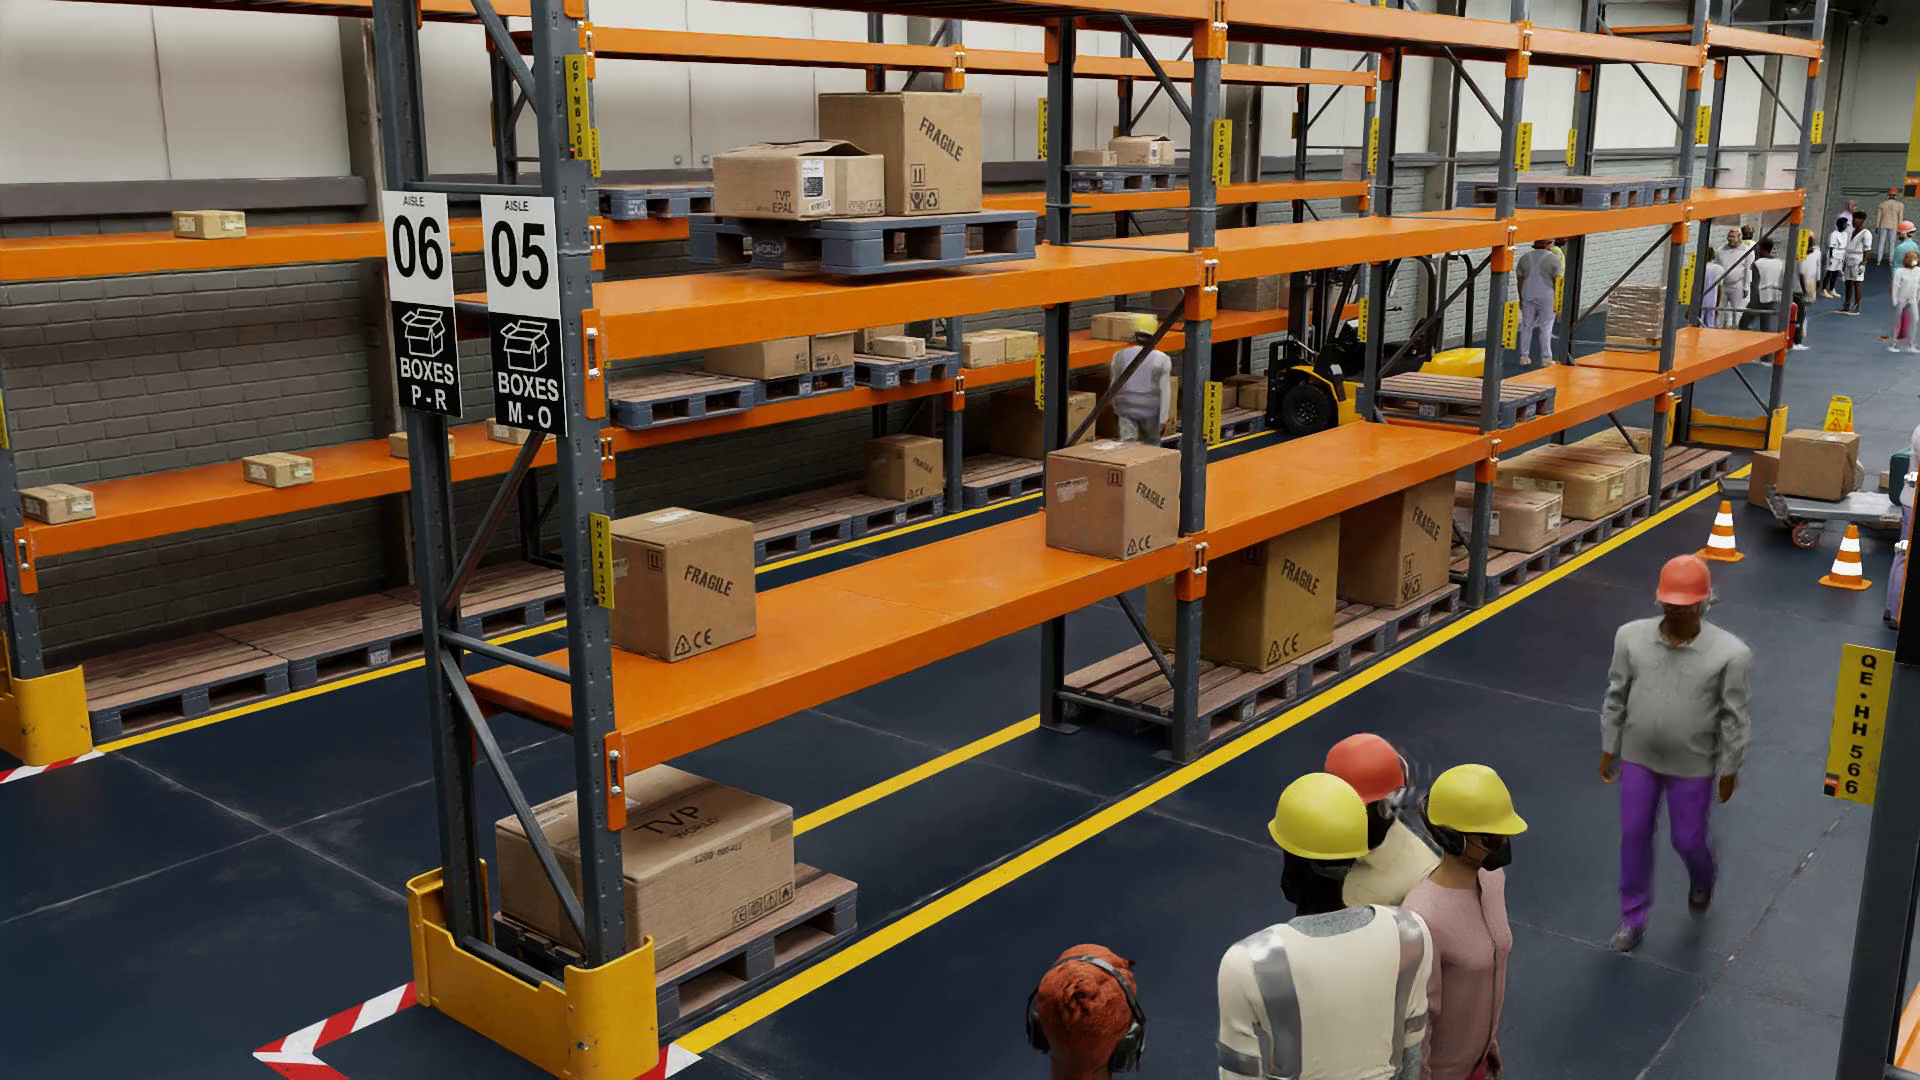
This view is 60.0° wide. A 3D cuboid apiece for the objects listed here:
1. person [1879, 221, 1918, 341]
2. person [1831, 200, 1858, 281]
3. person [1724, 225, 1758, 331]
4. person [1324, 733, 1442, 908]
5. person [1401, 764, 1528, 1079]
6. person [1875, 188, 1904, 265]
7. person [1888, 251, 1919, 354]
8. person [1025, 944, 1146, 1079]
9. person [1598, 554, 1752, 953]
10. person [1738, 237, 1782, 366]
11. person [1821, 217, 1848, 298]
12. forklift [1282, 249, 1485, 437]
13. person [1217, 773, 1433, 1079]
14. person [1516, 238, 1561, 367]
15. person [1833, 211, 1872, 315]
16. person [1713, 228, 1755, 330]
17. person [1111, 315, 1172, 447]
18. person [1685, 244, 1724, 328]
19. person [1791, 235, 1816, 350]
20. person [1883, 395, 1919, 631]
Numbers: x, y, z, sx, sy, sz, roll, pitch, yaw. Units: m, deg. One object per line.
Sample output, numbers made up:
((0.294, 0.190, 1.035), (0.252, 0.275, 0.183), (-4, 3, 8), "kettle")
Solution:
((15.704, -4.317, 27.771), (0.608, 1.987, 0.400), (-11, 17, -37), "person")
((20.720, -7.021, 38.974), (0.653, 1.887, 0.685), (-7, 15, -27), "person")
((13.727, -4.592, 29.177), (0.429, 1.845, 0.621), (-8, 16, -30), "person")
((1.310, 1.384, 5.069), (0.630, 1.721, 0.582), (-7, 15, -25), "person")
((1.374, 1.466, 4.662), (0.305, 1.772, 0.525), (11, 18, 38), "person")
((24.335, -8.209, 43.587), (0.612, 1.995, 0.393), (8, 16, 31), "person")
((14.890, -3.719, 26.089), (0.532, 1.604, 0.706), (-1, 14, -4), "person")
((0.247, 1.717, 3.405), (0.573, 1.883, 0.359), (4, 14, 16), "person")
((3.030, 0.887, 7.078), (0.576, 1.736, 0.549), (11, 18, 38), "person")
((11.944, -3.580, 24.953), (0.609, 1.892, 0.759), (-6, 15, -25), "person")
((18.403, -5.930, 34.942), (0.533, 1.691, 0.321), (-9, 16, -32), "person")
((4.886, -2.214, 18.767), (2.313, 2.155, 1.214), (11, 18, 38), "forklift")
((0.875, 1.505, 4.173), (0.585, 1.929, 0.377), (-5, 15, -20), "person")
((8.653, -3.612, 24.777), (0.536, 2.000, 0.673), (-13, 19, -43), "person")
((17.098, -5.297, 31.789), (0.361, 1.965, 0.612), (-2, 14, -7), "person")
((12.689, -4.181, 27.403), (0.639, 1.898, 0.395), (13, 19, 42), "person")
((1.688, -1.204, 15.506), (0.588, 1.783, 0.934), (4, 14, 16), "person")
((10.834, -3.380, 24.238), (0.514, 1.842, 0.324), (-2, 14, -10), "person")
((13.498, -3.965, 26.648), (0.438, 1.831, 0.562), (6, 15, 23), "person")
((6.724, -0.233, 11.585), (0.316, 1.767, 0.535), (6, 15, 23), "person")
